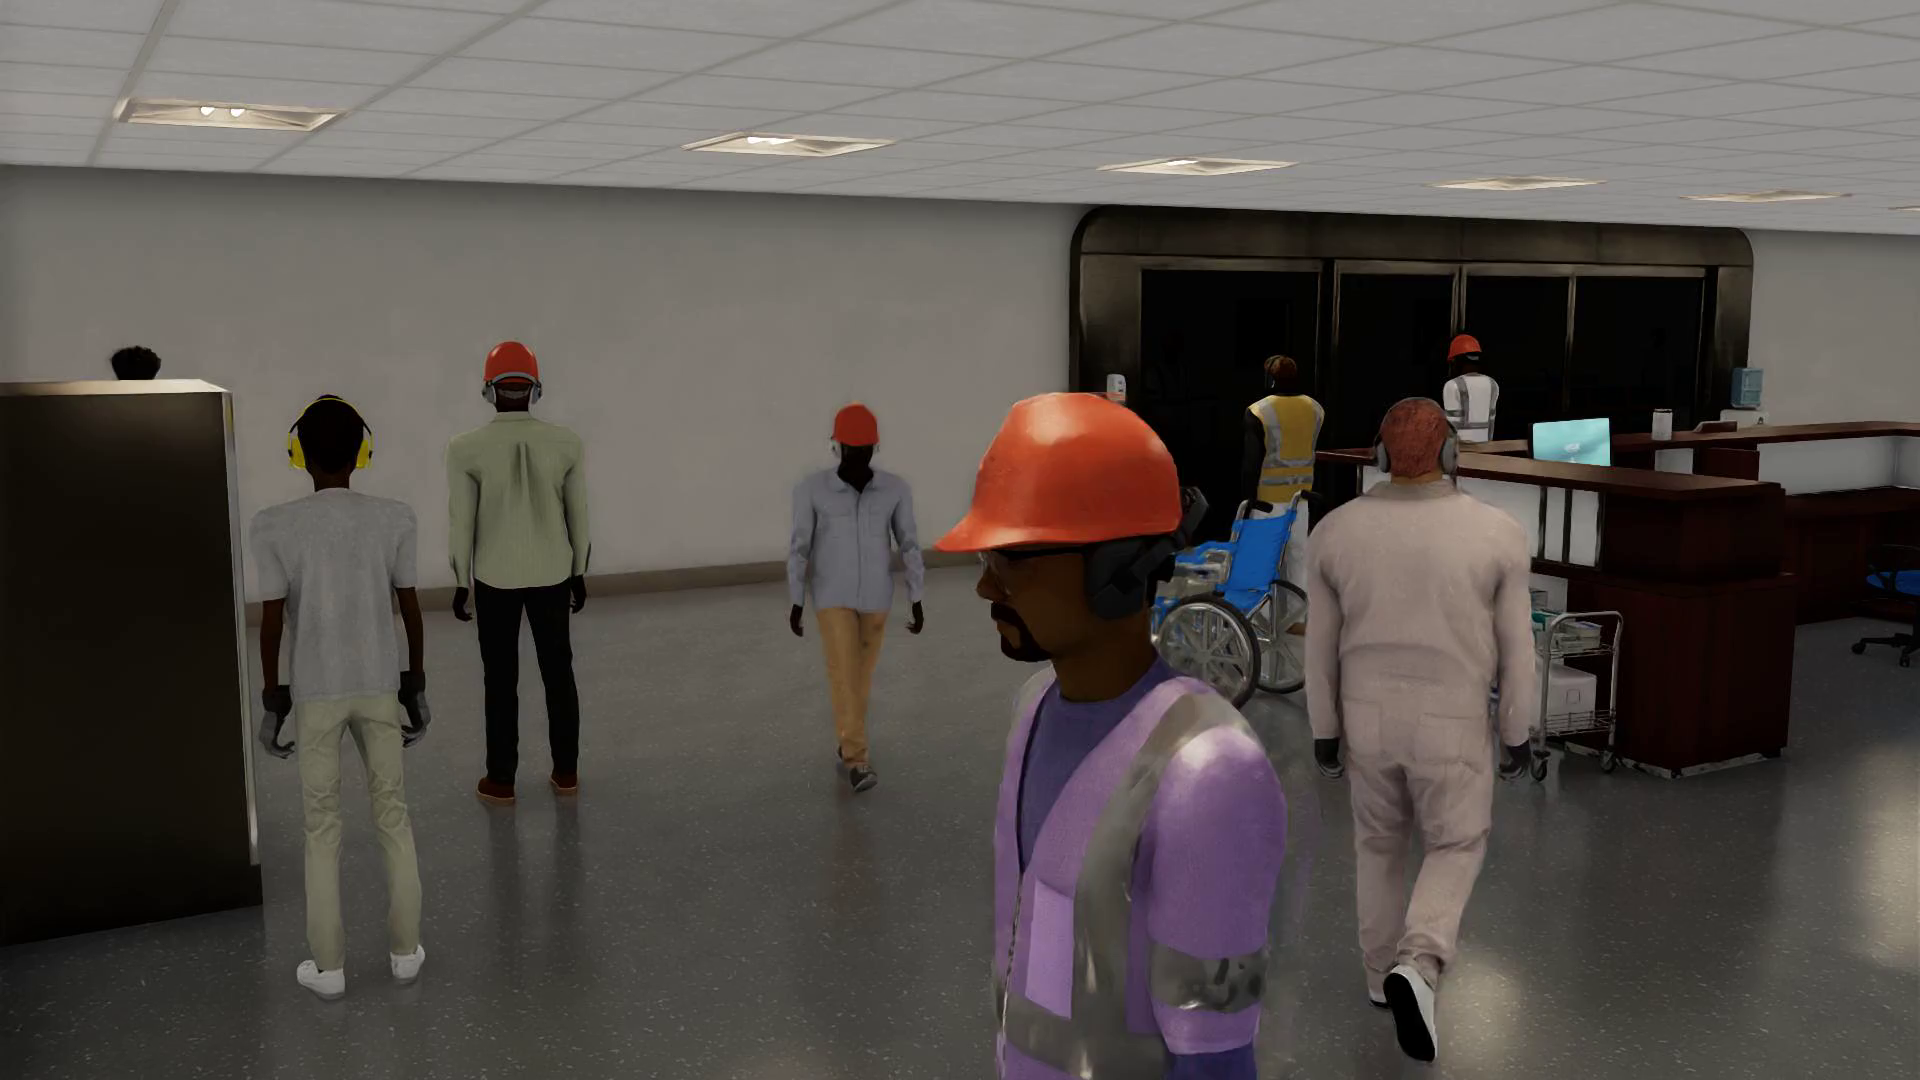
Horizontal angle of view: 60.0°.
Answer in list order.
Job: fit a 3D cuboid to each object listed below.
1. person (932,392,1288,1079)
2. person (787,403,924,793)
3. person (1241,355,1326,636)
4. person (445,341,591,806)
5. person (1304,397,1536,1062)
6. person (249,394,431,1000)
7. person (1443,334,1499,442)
[{"bbox_3d":[0.262,0.817,2.211,0.607,2.026,0.621,-3,8,-20],"label":"person"},{"bbox_3d":[-0.436,0.253,7.408,0.594,1.705,0.869,-3,8,-21],"label":"person"},{"bbox_3d":[2.049,-0.272,10.767,0.624,1.844,0.429,-4,9,-29],"label":"person"},{"bbox_3d":[-1.898,0.147,7.179,0.608,1.995,0.377,-4,9,-29],"label":"person"},{"bbox_3d":[1.307,0.528,4.827,0.652,1.881,0.733,4,9,28],"label":"person"},{"bbox_3d":[-1.915,0.485,5.179,0.508,1.872,0.329,-4,9,-29],"label":"person"},{"bbox_3d":[4.151,-0.722,13.708,0.542,1.931,0.366,-4,9,-29],"label":"person"}]
